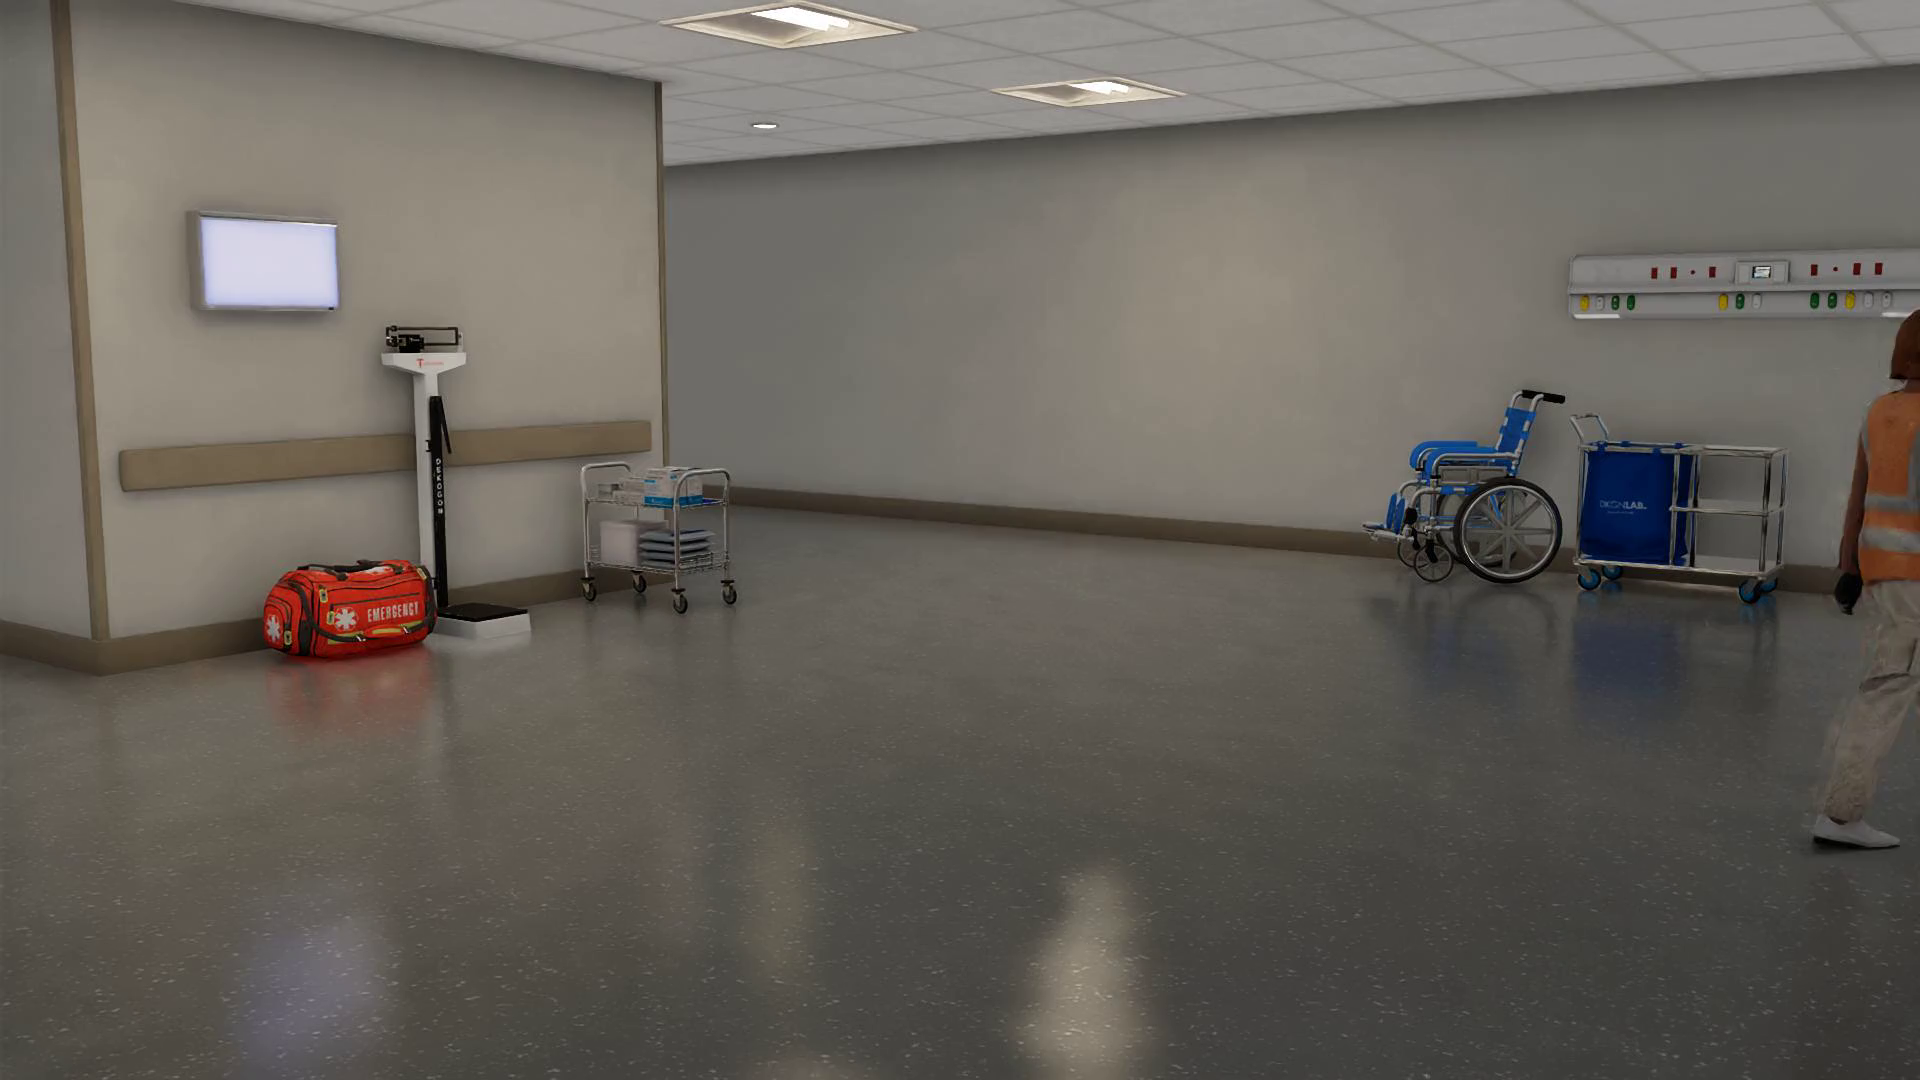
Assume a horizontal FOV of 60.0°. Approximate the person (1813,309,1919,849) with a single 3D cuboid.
[{"bbox_3d":[2.916,0.124,4.907,0.821,1.599,0.525,0,7,-2],"label":"person"}]
